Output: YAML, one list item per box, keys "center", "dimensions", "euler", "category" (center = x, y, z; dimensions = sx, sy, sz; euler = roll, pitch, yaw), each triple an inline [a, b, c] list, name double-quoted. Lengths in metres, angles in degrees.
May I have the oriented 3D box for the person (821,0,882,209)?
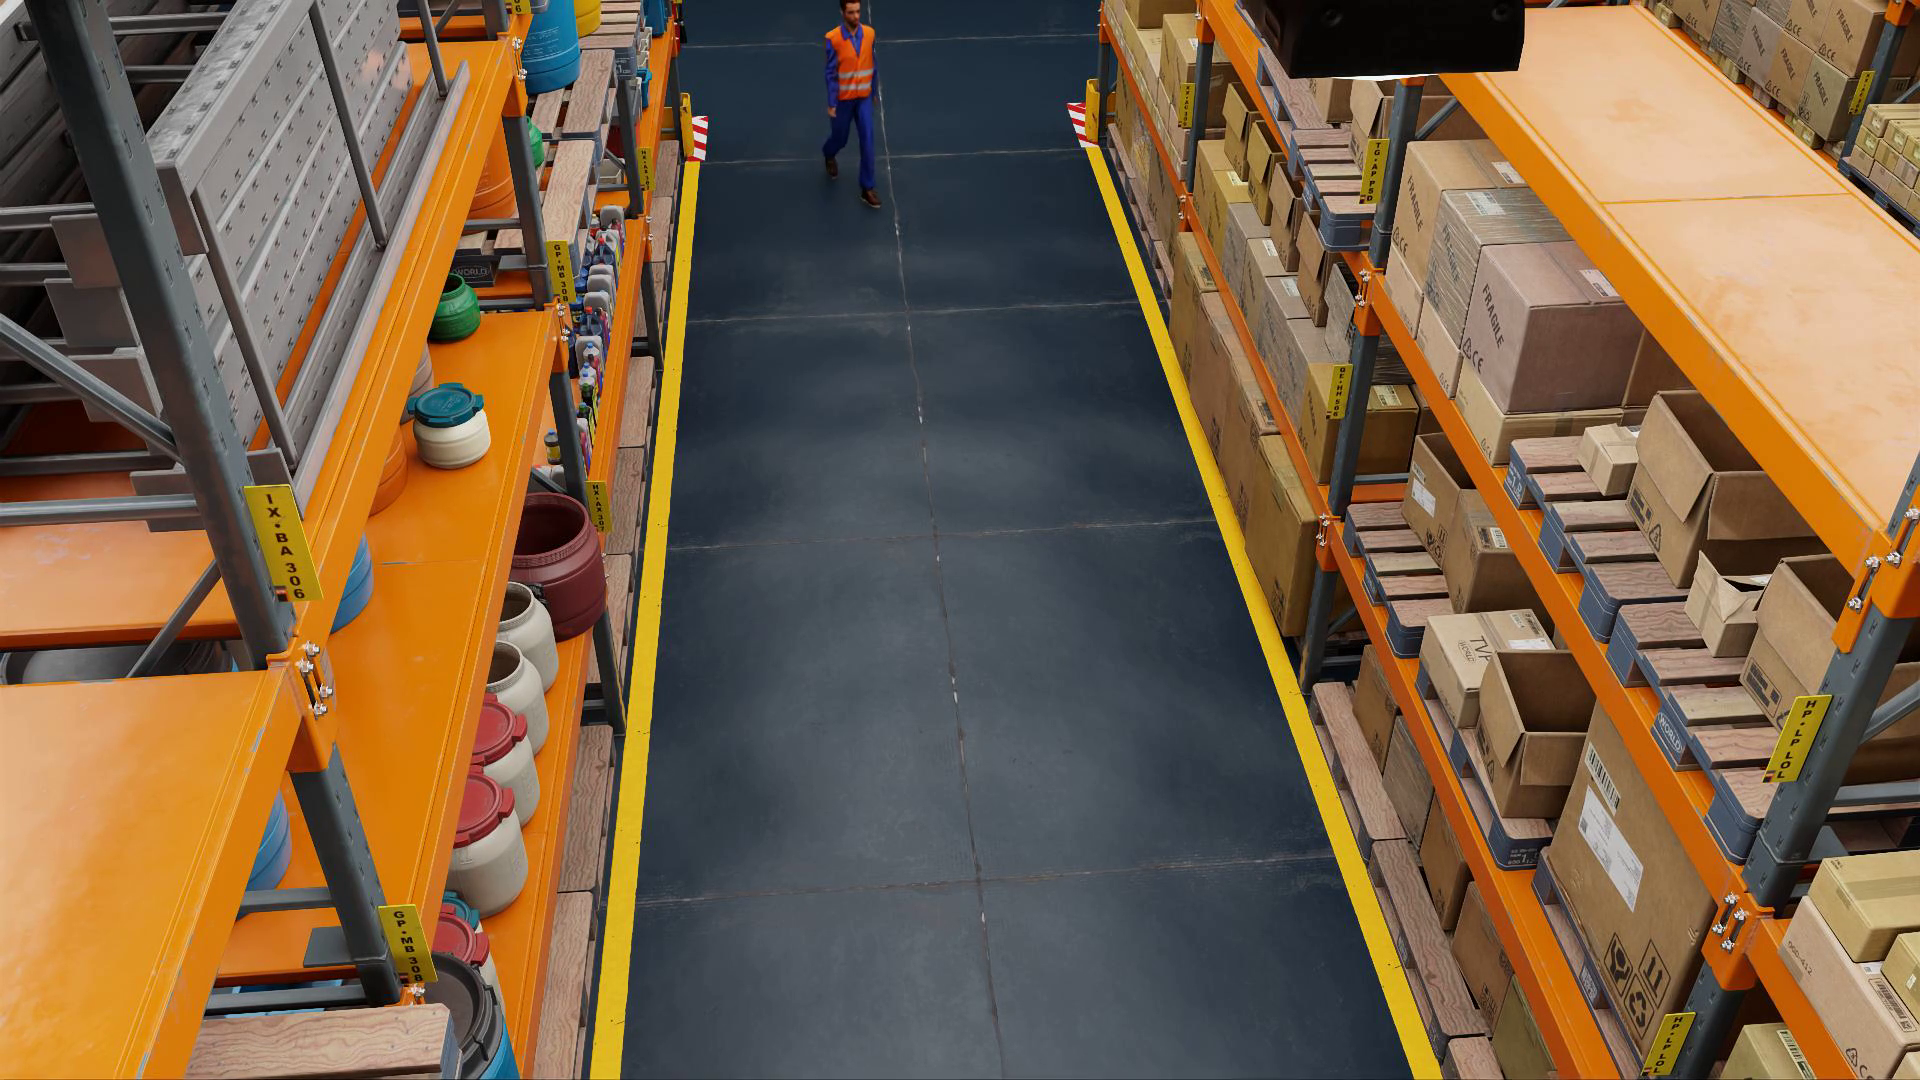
- center: [-0.996, -3.896, 14.624]
  dimensions: [0.976, 1.835, 1.264]
  euler: [-17, 41, -21]
  category: "person"
